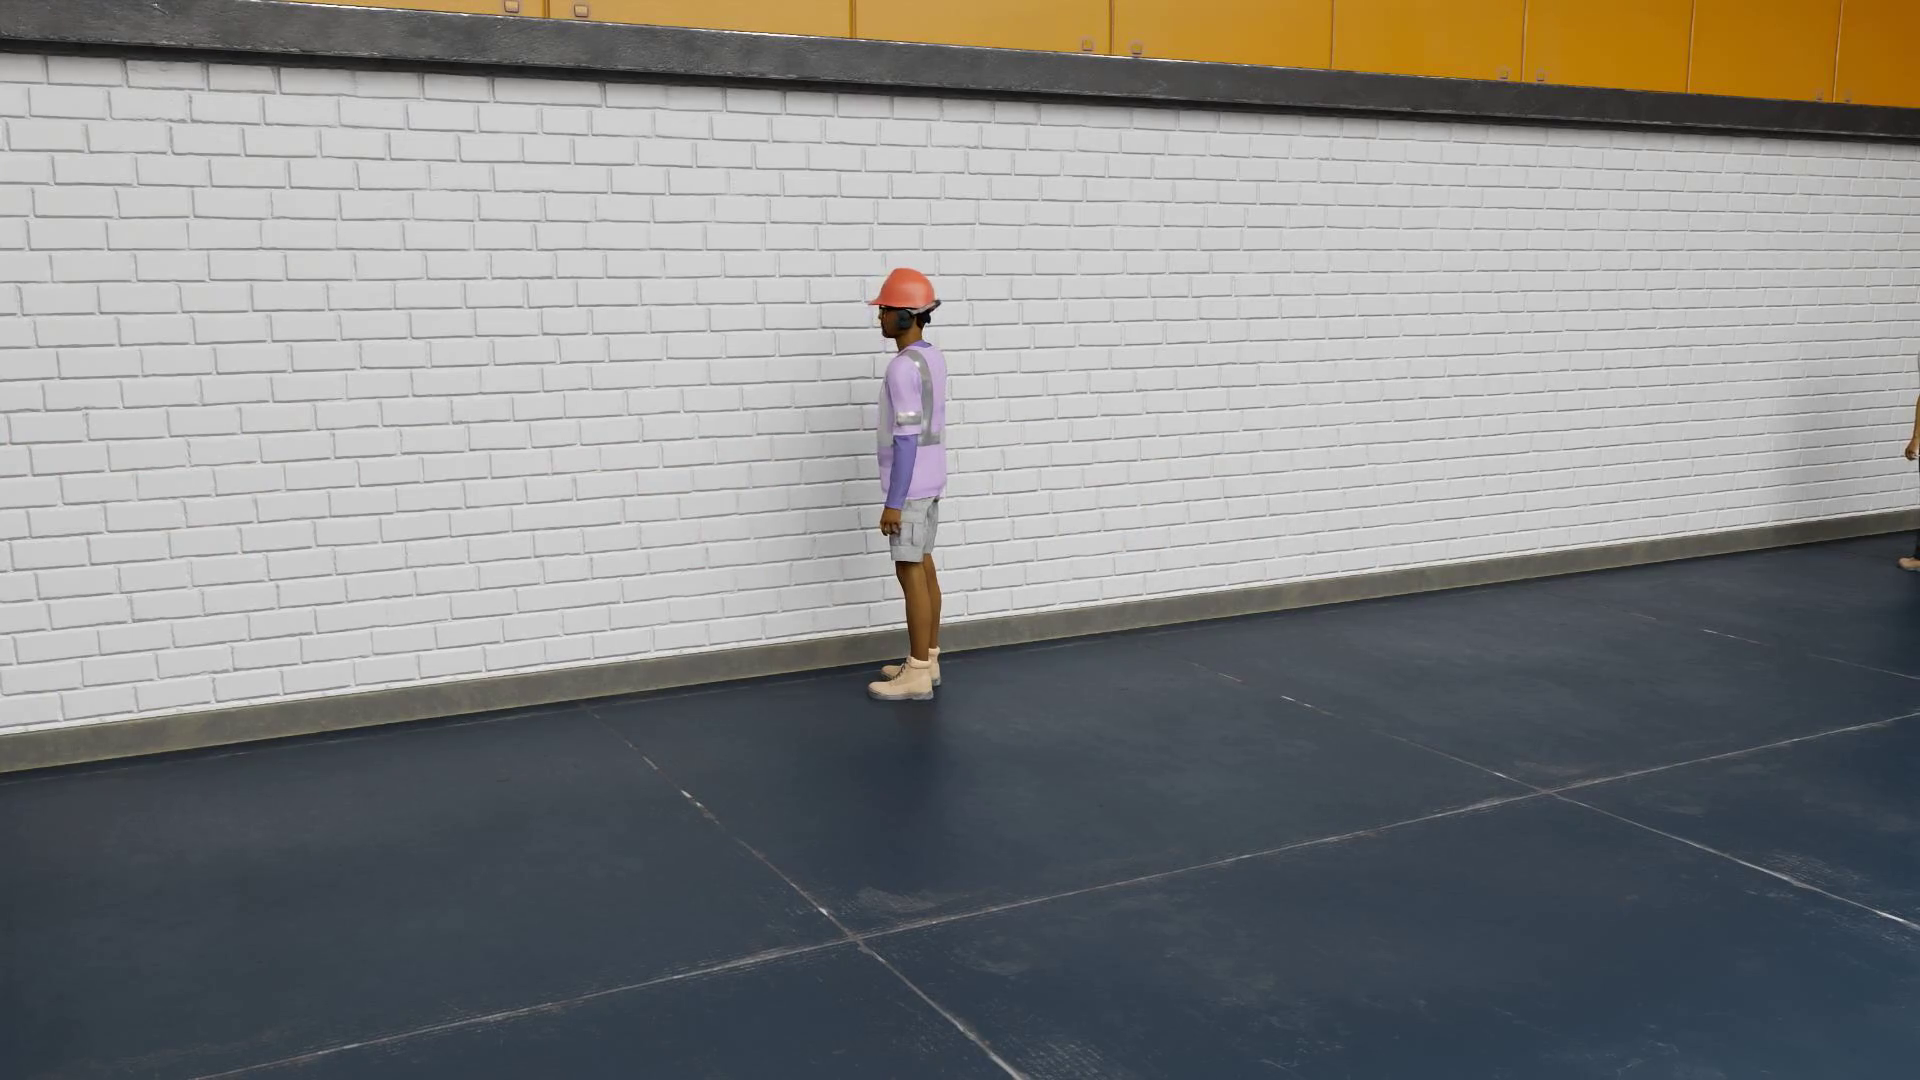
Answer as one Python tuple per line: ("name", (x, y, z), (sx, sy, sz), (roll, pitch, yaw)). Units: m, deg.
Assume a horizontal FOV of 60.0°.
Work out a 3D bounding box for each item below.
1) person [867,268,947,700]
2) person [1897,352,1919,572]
("person", (-0.252, -0.260, 7.922), (0.367, 2.048, 0.607), (2, 10, 11))
("person", (6.513, -0.689, 10.996), (0.507, 1.838, 0.351), (-1, 10, -7))
